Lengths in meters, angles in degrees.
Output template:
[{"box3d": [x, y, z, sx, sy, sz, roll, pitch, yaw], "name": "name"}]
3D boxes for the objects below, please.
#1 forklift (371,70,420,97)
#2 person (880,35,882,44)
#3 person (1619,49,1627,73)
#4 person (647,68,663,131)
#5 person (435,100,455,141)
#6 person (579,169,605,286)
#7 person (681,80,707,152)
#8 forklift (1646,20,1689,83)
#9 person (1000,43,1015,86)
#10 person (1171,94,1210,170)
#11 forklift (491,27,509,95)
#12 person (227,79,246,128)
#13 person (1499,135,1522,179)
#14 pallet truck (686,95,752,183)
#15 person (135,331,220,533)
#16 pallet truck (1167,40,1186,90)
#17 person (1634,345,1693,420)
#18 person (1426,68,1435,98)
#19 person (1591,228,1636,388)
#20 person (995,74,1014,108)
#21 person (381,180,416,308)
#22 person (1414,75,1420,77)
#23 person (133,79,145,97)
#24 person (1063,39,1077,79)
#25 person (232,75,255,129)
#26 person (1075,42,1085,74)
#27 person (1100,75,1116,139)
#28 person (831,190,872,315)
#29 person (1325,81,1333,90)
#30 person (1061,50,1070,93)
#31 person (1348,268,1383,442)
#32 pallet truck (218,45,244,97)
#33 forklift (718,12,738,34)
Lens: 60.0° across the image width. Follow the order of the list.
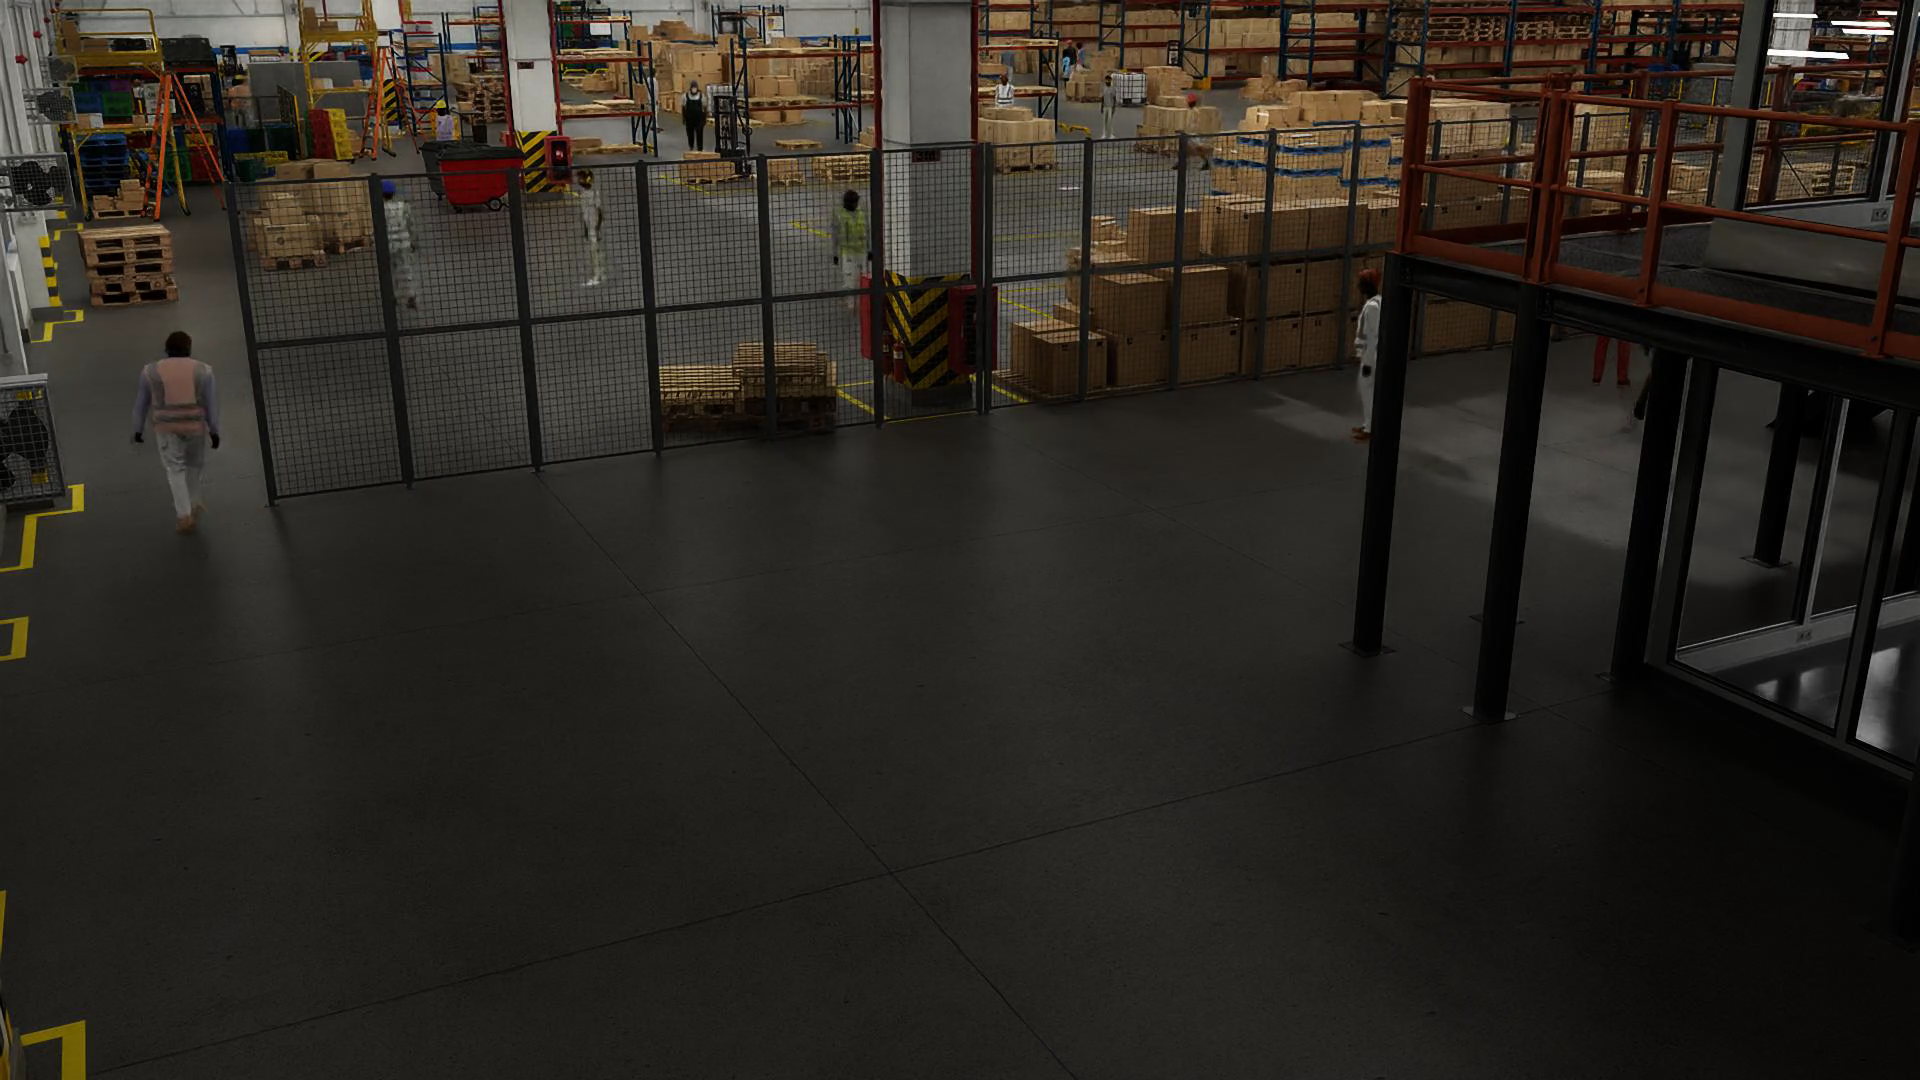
[{"box3d": [-22.107, -18.832, 65.261, 1.873, 2.768, 1.129, -2, 19, -5], "name": "forklift"}, {"box3d": [-3.781, -23.957, 81.538, 0.547, 1.938, 0.379, 7, 20, 20], "name": "person"}, {"box3d": [28.127, -19.903, 70.218, 0.853, 1.652, 0.537, -18, 26, -41], "name": "person"}, {"box3d": [-9.592, -13.807, 52.117, 0.372, 1.939, 0.631, -11, 22, -28], "name": "person"}, {"box3d": [-12.247, -9.466, 39.549, 0.588, 1.927, 0.369, 12, 22, 30], "name": "person"}, {"box3d": [-5.945, -5.057, 26.878, 0.359, 1.866, 0.533, -14, 23, -35], "name": "person"}, {"box3d": [-7.207, -11.490, 45.246, 0.698, 2.000, 0.539, -3, 19, -7], "name": "person"}, {"box3d": [29.394, -19.979, 68.586, 1.873, 2.768, 1.129, -9, 21, -25], "name": "forklift"}, {"box3d": [1.978, -19.575, 68.836, 0.628, 1.939, 0.375, 4, 19, 11], "name": "person"}, {"box3d": [5.897, -10.305, 42.033, 0.976, 1.899, 0.544, -4, 19, -11], "name": "person"}, {"box3d": [-16.444, -17.495, 61.385, 1.873, 2.768, 1.129, -13, 23, -33], "name": "forklift"}, {"box3d": [-22.258, -13.371, 51.277, 0.531, 1.657, 0.864, -6, 20, -16], "name": "person"}, {"box3d": [11.052, -7.312, 33.612, 0.490, 1.724, 0.711, 11, 22, 30], "name": "person"}, {"box3d": [-5.836, -9.608, 39.856, 0.823, 1.965, 1.885, 10, 22, 27], "name": "pallet truck"}, {"box3d": [-7.133, -0.994, 15.219, 0.716, 1.789, 0.939, -11, 22, -28], "name": "person"}, {"box3d": [9.045, -19.971, 69.895, 0.823, 1.965, 1.885, -3, 19, -8], "name": "pallet truck"}, {"box3d": [7.902, -2.221, 18.561, 0.550, 1.917, 0.565, 18, 26, 42], "name": "person"}, {"box3d": [16.096, -15.374, 57.109, 0.523, 1.639, 0.309, -17, 25, -40], "name": "person"}, {"box3d": [8.021, -2.847, 20.274, 0.611, 1.985, 0.393, 10, 22, 27], "name": "person"}, {"box3d": [1.321, -12.964, 49.753, 0.585, 1.882, 0.340, 7, 20, 19], "name": "person"}, {"box3d": [-8.492, -4.451, 25.048, 0.611, 1.910, 0.974, -11, 22, -29], "name": "person"}, {"box3d": [14.006, -13.400, 51.199, 0.328, 1.767, 0.532, 18, 26, 42], "name": "person"}, {"box3d": [-25.350, -13.406, 51.420, 0.523, 1.631, 0.323, 6, 20, 17], "name": "person"}, {"box3d": [4.714, -20.425, 71.233, 0.634, 1.977, 0.433, 4, 19, 12], "name": "person"}, {"box3d": [-21.430, -12.925, 49.681, 1.026, 1.854, 0.593, 12, 22, 31], "name": "person"}, {"box3d": [5.328, -20.873, 72.802, 0.827, 1.819, 0.638, -1, 19, -3], "name": "person"}, {"box3d": [4.436, -12.938, 49.723, 0.512, 1.860, 0.325, 14, 24, 36], "name": "person"}, {"box3d": [-1.634, -4.308, 24.760, 0.639, 1.823, 0.748, -13, 23, -33], "name": "person"}, {"box3d": [10.444, -12.006, 47.013, 0.619, 1.854, 1.142, -10, 21, -26], "name": "person"}, {"box3d": [4.324, -19.192, 68.096, 0.321, 1.694, 0.529, 8, 21, 21], "name": "person"}, {"box3d": [4.426, -1.996, 17.961, 0.337, 1.882, 0.588, 6, 20, 17], "name": "person"}, {"box3d": [-28.879, -18.665, 66.111, 0.823, 1.965, 1.885, -3, 19, -9], "name": "pallet truck"}, {"box3d": [-11.297, -24.384, 81.356, 1.129, 2.768, 1.873, -11, 22, -29], "name": "forklift"}]
